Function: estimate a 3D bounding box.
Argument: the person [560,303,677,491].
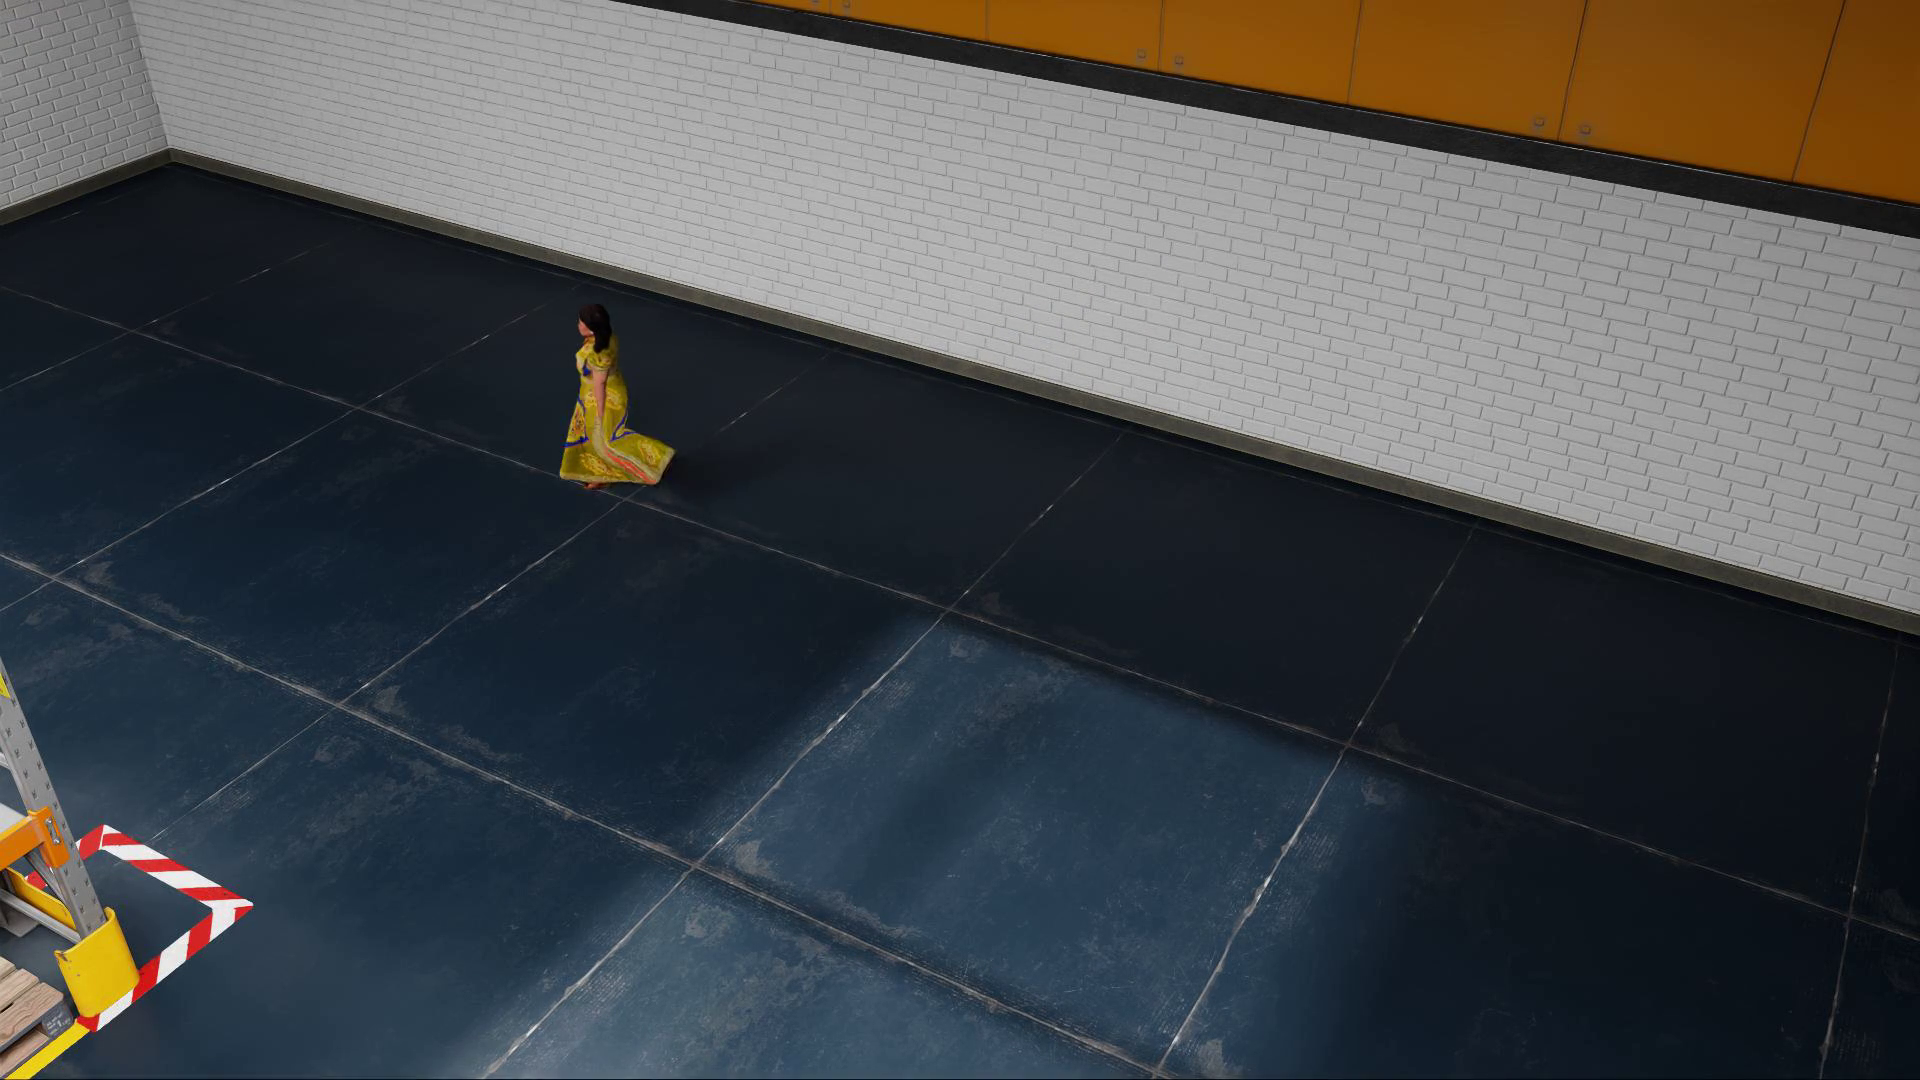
[{"bbox_3d":[-2.682,-1.081,12.958,1.253,1.638,1.250,-4,34,-6],"label":"person"}]
